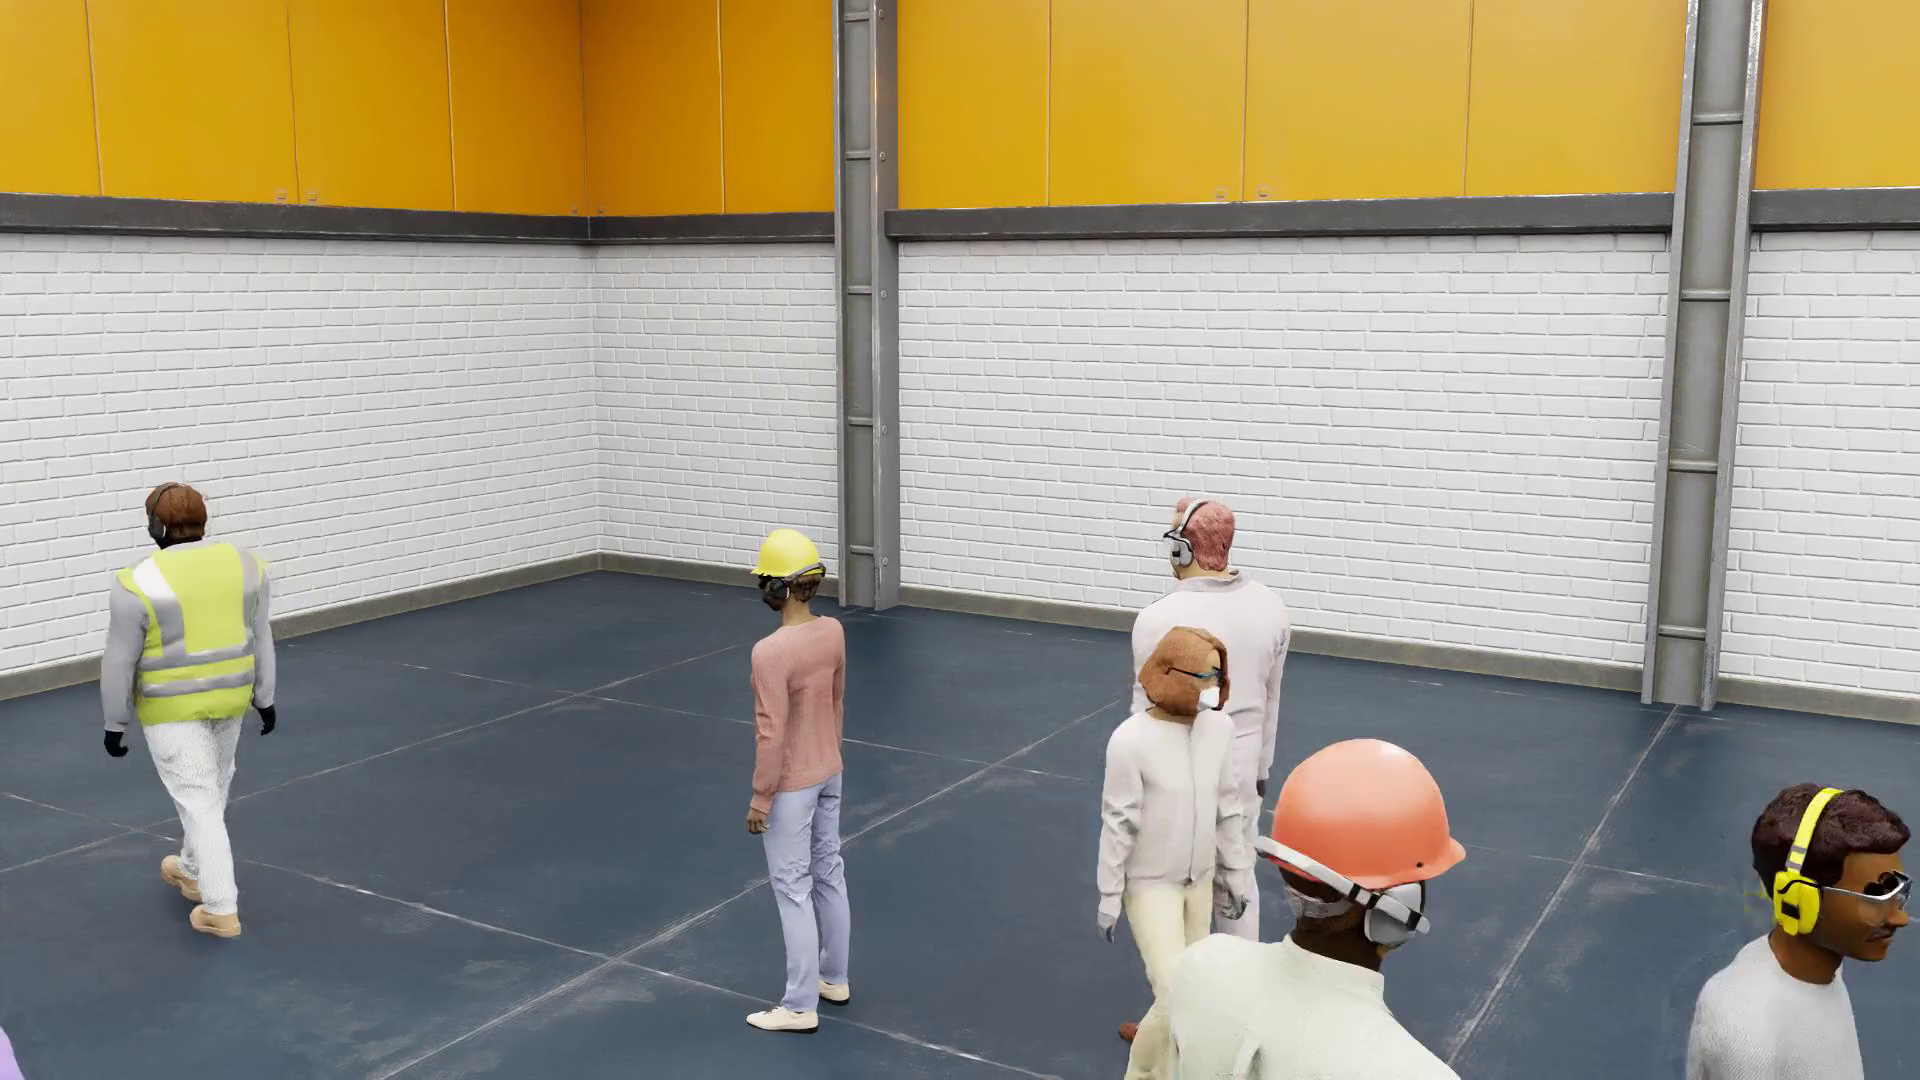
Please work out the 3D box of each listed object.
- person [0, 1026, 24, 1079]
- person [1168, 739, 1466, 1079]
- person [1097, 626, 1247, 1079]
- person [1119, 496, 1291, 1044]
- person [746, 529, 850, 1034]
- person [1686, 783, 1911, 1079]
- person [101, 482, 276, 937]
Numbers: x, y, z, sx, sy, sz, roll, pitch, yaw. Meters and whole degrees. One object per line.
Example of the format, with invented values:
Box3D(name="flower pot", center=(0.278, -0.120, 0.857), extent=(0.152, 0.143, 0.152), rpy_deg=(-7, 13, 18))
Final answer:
Box3D(name="person", center=(-1.567, 1.354, 2.565), extent=(0.993, 1.795, 0.567), rpy_deg=(-2, 9, -10))
Box3D(name="person", center=(0.521, 1.265, 2.496), extent=(0.480, 1.984, 0.640), rpy_deg=(-5, 10, -29))
Box3D(name="person", center=(0.649, 1.051, 4.961), extent=(0.523, 1.615, 0.372), rpy_deg=(-7, 12, -38))
Box3D(name="person", center=(0.799, 0.800, 5.641), extent=(0.643, 1.911, 0.411), rpy_deg=(-6, 11, -35))
Box3D(name="person", center=(-0.586, 0.839, 5.840), extent=(0.317, 1.767, 0.535), rpy_deg=(4, 10, 26))
Box3D(name="person", center=(1.346, 1.288, 2.867), extent=(0.537, 1.829, 0.959), rpy_deg=(-9, 13, -44))
Box3D(name="person", center=(-3.198, 0.667, 6.760), extent=(0.848, 1.811, 0.654), rpy_deg=(6, 11, 33))
